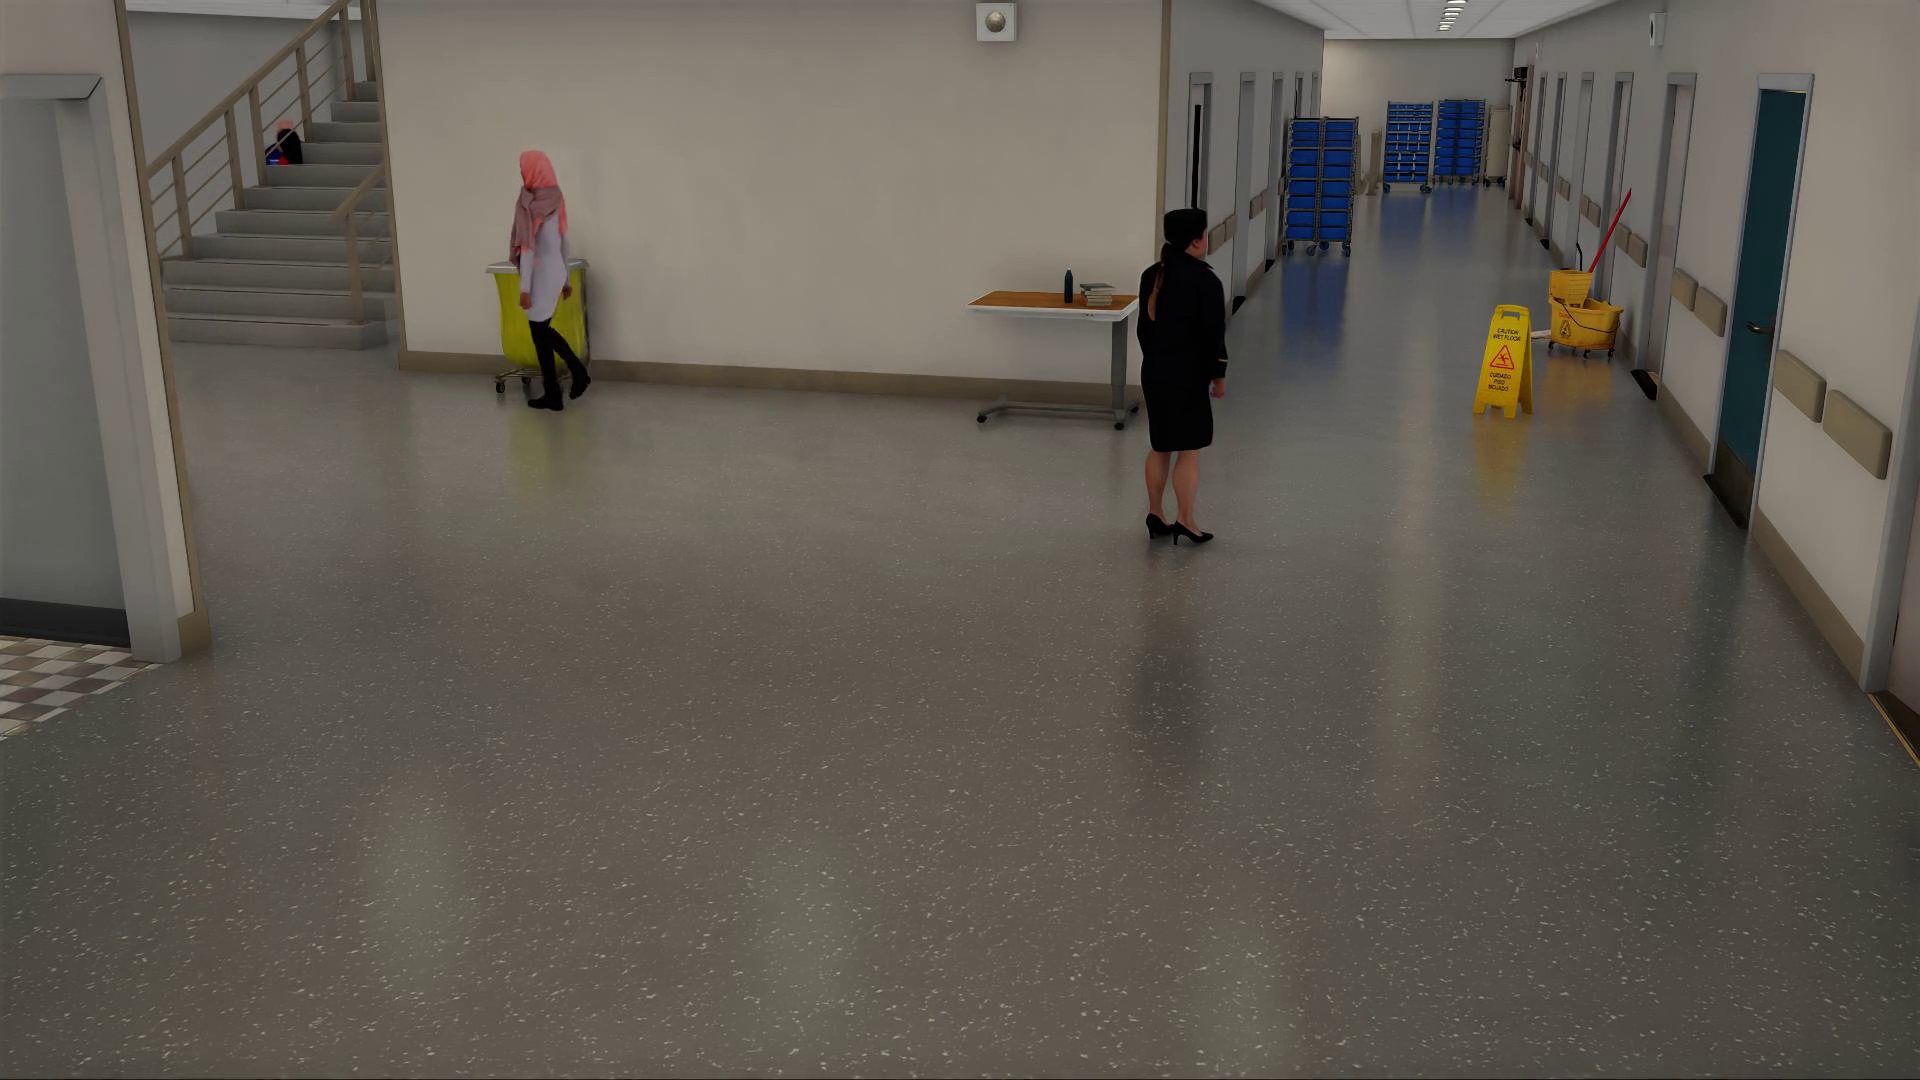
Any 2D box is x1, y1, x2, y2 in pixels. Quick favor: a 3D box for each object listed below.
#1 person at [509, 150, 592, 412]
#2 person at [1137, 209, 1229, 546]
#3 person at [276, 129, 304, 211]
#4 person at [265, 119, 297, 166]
[{"bbox_3d":[-2.795,-1.768,11.497,0.722,1.794,0.691,6,17,20],"label":"person"},{"bbox_3d":[1.091,-0.806,8.311,0.829,1.671,0.804,-13,20,-38],"label":"person"},{"bbox_3d":[-6.899,-3.385,17.318,0.671,1.748,0.541,3,16,12],"label":"person"},{"bbox_3d":[-7.179,-3.596,17.895,0.754,1.841,0.743,-3,16,-12],"label":"person"}]
